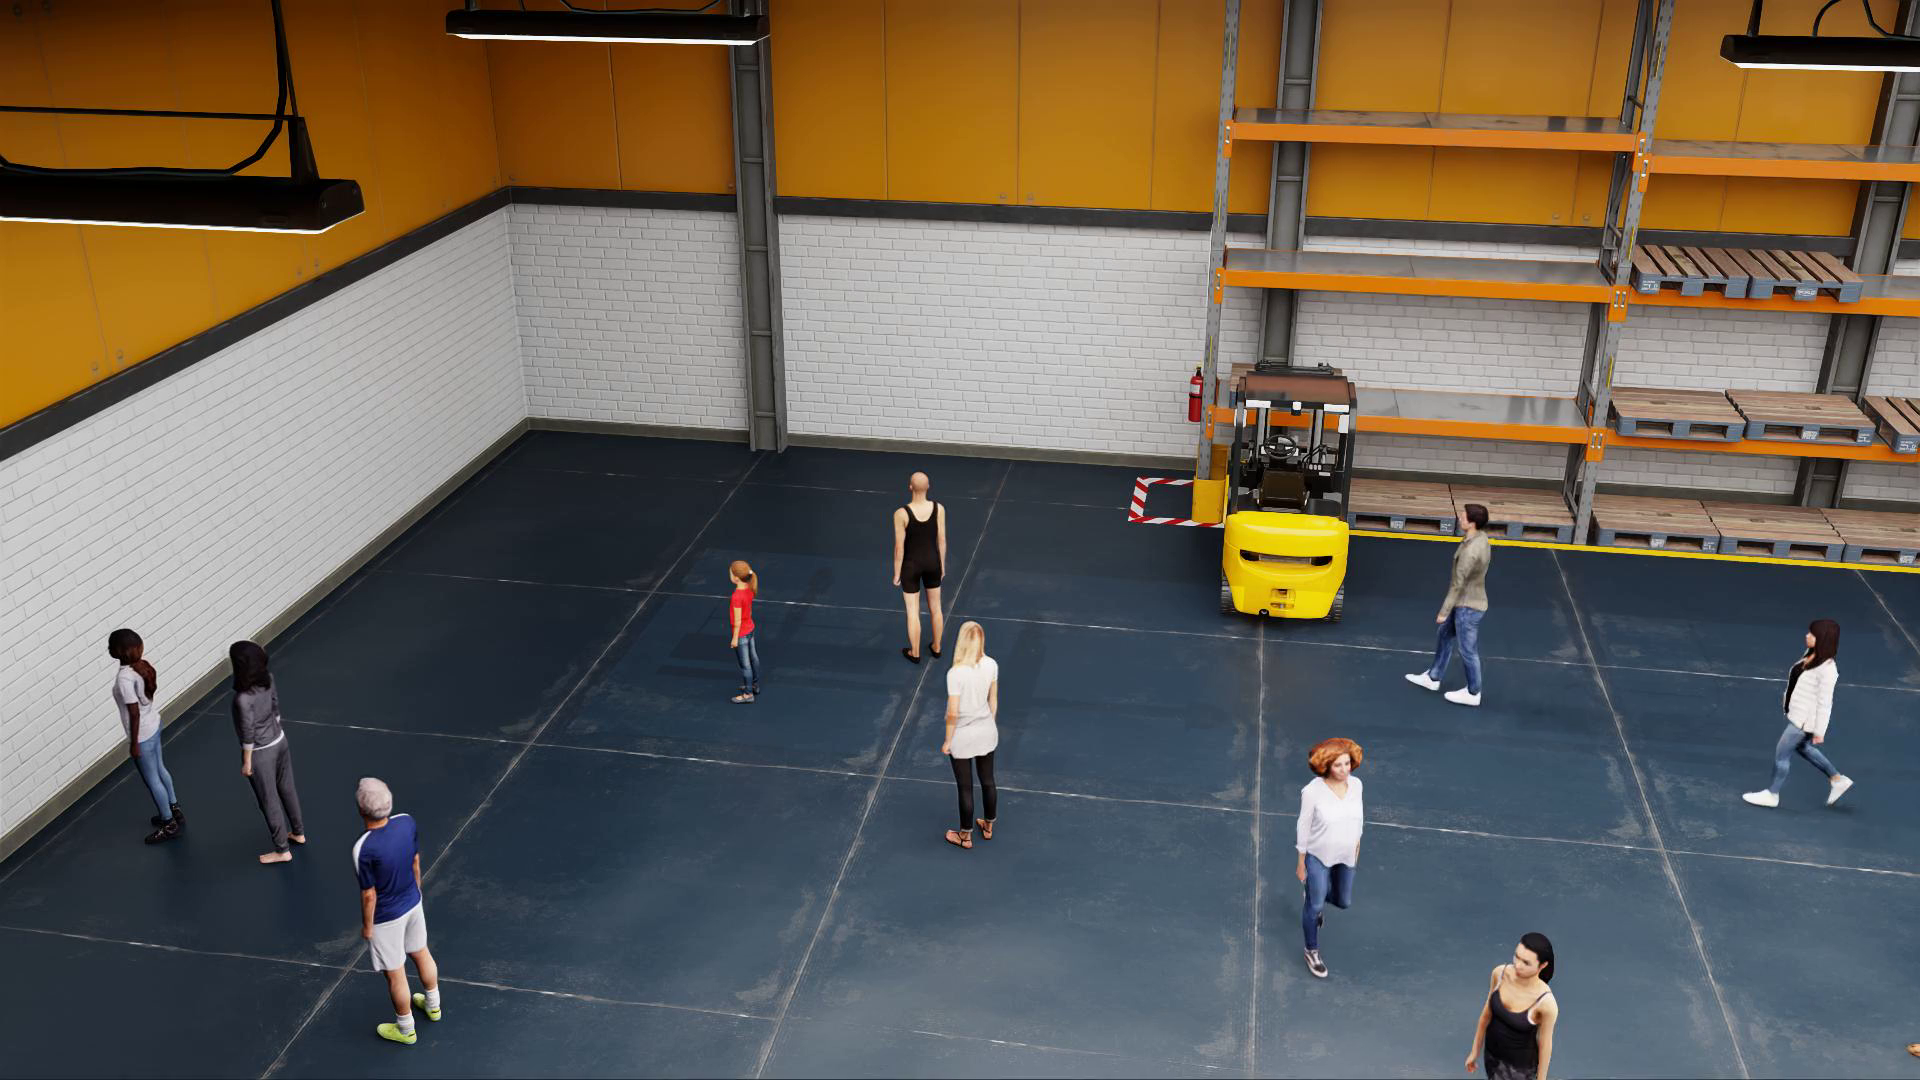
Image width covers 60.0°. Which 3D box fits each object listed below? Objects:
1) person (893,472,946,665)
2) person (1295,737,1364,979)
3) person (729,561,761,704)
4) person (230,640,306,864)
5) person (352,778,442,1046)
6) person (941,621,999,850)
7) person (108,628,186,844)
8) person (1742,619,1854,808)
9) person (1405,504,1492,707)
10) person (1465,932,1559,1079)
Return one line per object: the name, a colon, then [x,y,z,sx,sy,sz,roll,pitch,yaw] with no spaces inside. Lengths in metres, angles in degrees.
person: [-0.351,0.247,14.950,0.647,1.815,0.774,-9,25,-20]
person: [2.404,2.025,11.028,0.887,1.698,0.881,-6,24,-13]
person: [-1.861,0.783,14.355,0.508,1.310,0.505,6,24,14]
person: [-5.050,1.523,12.095,0.495,1.765,0.586,4,24,9]
person: [-3.501,2.274,10.286,0.652,1.838,0.696,11,26,24]
person: [0.096,1.431,12.229,0.676,1.826,0.743,-15,28,-30]
person: [-6.064,1.436,12.352,0.647,1.719,0.658,-5,24,-12]
person: [6.542,1.344,12.690,1.000,1.616,0.641,5,24,12]
person: [4.408,0.580,14.152,0.991,1.844,0.865,10,26,22]
person: [3.091,2.847,9.150,1.135,1.697,0.992,-12,26,-25]
